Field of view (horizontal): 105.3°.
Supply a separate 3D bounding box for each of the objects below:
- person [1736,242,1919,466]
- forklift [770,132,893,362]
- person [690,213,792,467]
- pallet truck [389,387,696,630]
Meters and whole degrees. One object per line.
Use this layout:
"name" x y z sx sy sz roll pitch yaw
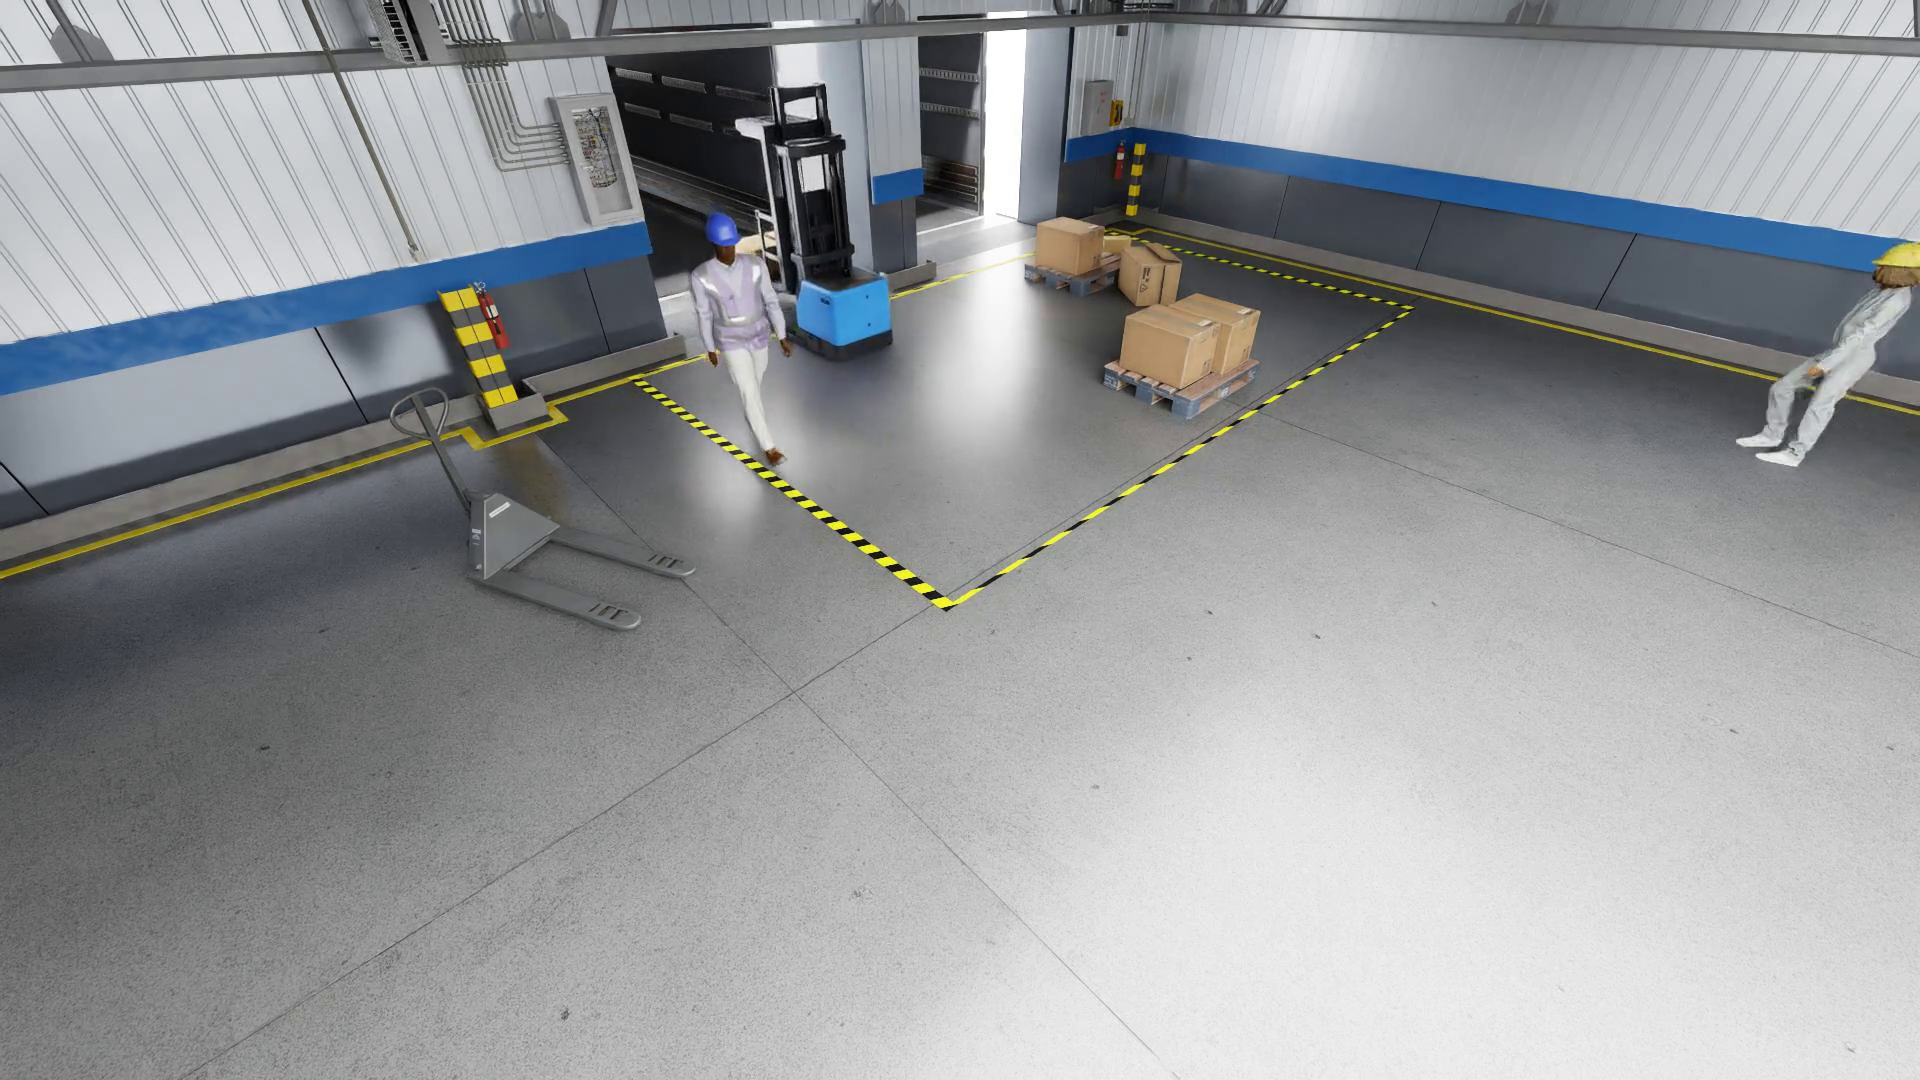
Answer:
"person" 6.774 -1.383 5.662 0.411 1.725 0.499 21 42 25
"forklift" -1.271 -2.922 7.398 0.716 2.013 0.776 -30 47 -33
"person" -1.665 -1.557 5.752 0.610 1.886 1.038 -25 44 -28
"pallet truck" -2.613 -0.247 4.593 1.601 1.201 0.680 14 40 17
